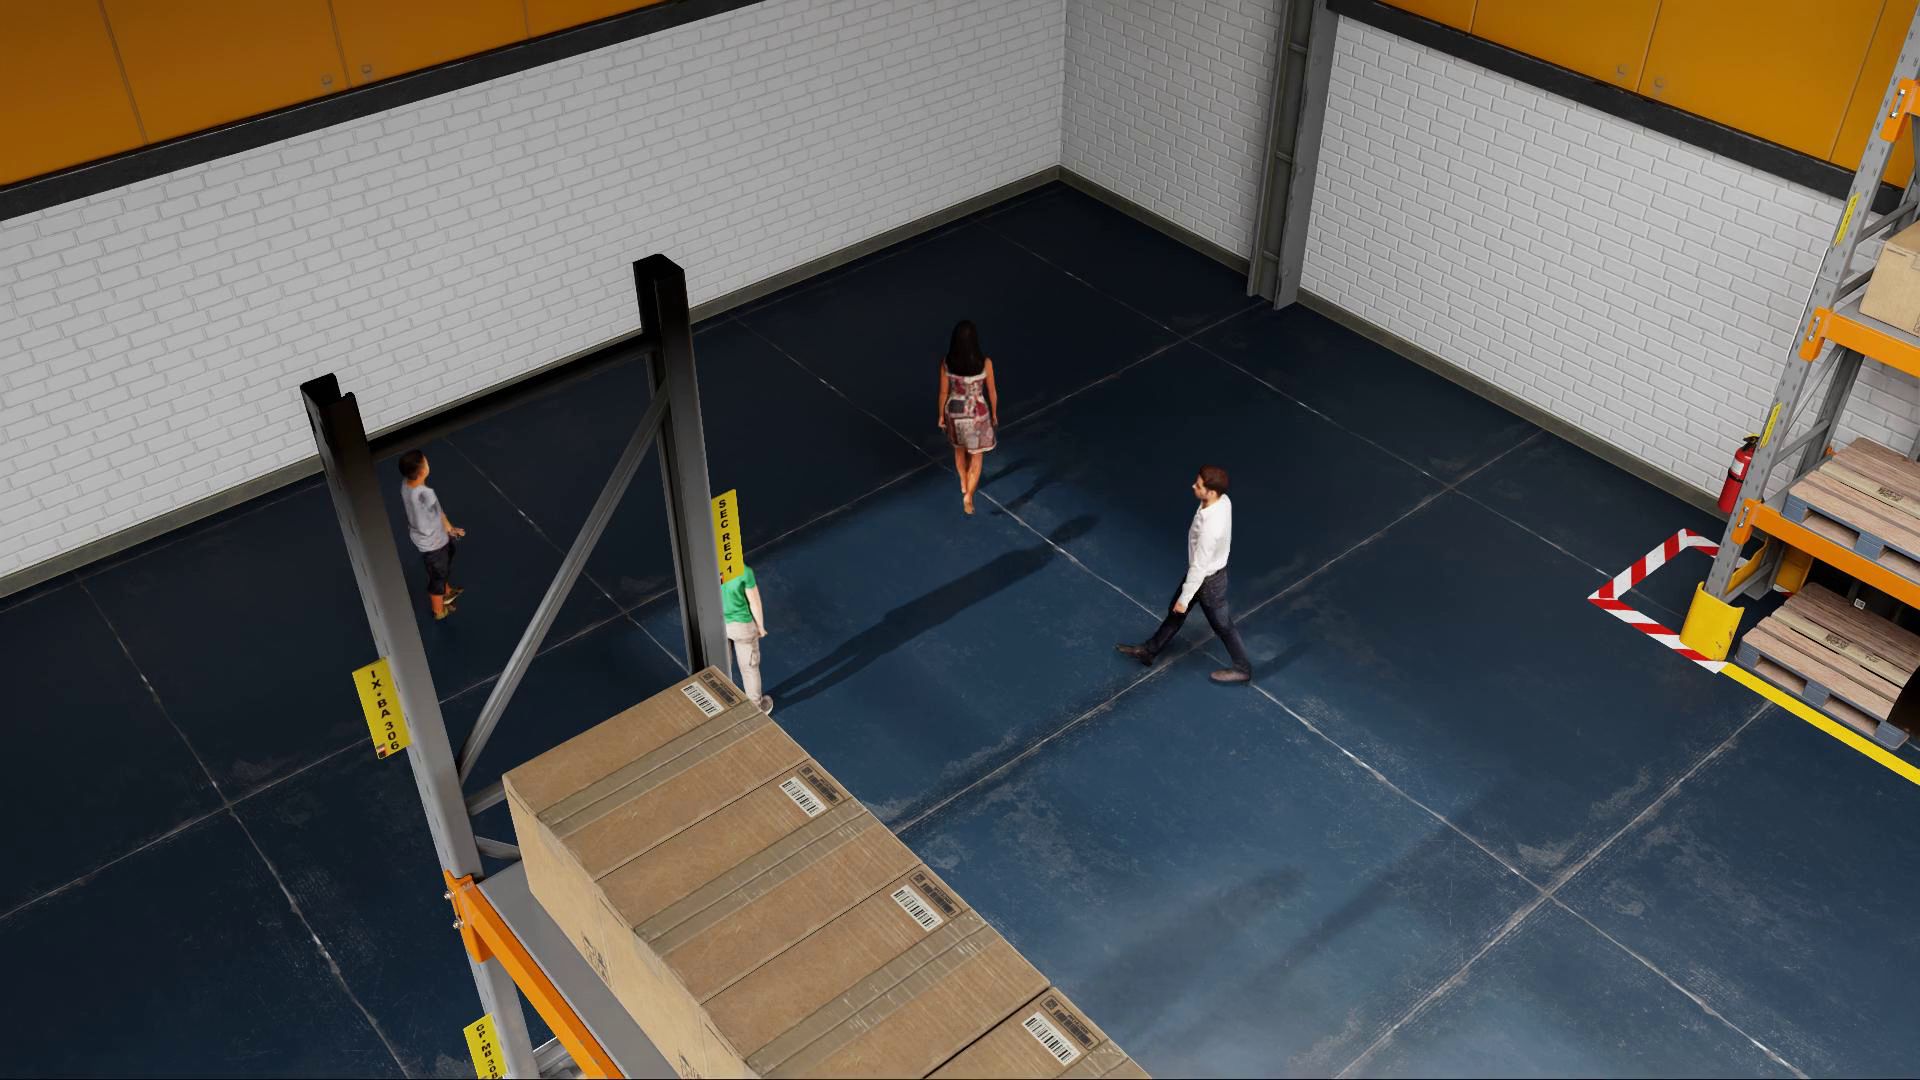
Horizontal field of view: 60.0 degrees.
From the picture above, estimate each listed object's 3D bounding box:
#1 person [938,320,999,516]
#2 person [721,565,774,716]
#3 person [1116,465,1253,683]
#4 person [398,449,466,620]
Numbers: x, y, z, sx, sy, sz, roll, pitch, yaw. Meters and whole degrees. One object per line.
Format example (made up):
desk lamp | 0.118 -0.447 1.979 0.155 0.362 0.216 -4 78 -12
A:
person | 0.038 -0.919 12.933 0.982 1.624 1.040 3 39 4
person | -1.516 0.571 11.045 0.651 1.652 0.720 5 39 6
person | 1.768 0.294 11.255 1.284 1.822 1.168 6 39 8
person | -3.873 -0.033 11.969 0.591 1.442 0.666 28 46 30
